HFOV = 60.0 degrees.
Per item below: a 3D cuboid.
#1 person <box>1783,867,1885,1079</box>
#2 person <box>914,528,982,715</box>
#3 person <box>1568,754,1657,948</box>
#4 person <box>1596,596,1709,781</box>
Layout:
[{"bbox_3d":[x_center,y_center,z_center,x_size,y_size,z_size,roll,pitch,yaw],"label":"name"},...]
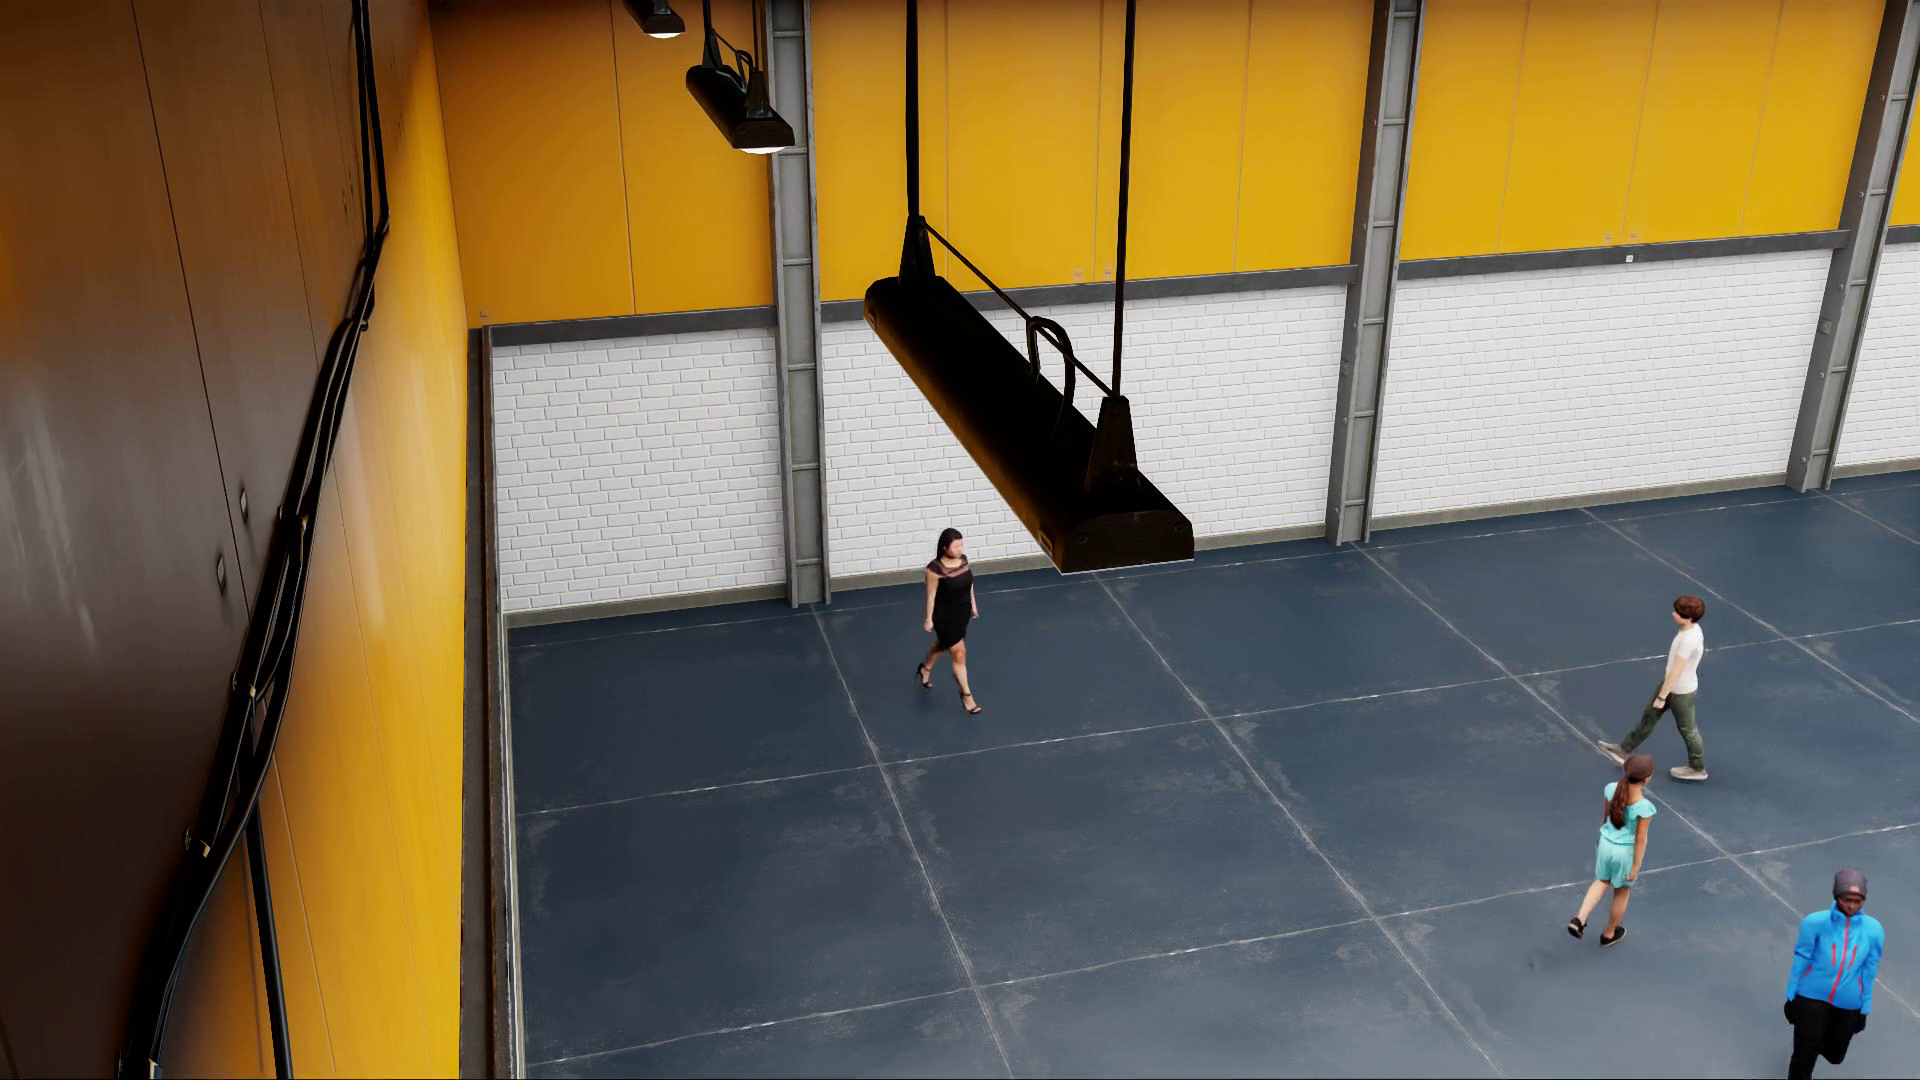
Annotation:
[{"bbox_3d":[5.153,2.693,9.906,1.021,1.775,0.971,6,24,13],"label":"person"},{"bbox_3d":[-0.157,0.673,14.651,1.081,1.676,1.092,19,30,37],"label":"person"},{"bbox_3d":[4.478,2.156,11.416,0.861,1.548,0.704,-15,28,-31],"label":"person"},{"bbox_3d":[5.893,1.236,13.445,1.188,1.610,1.002,8,25,17],"label":"person"}]
